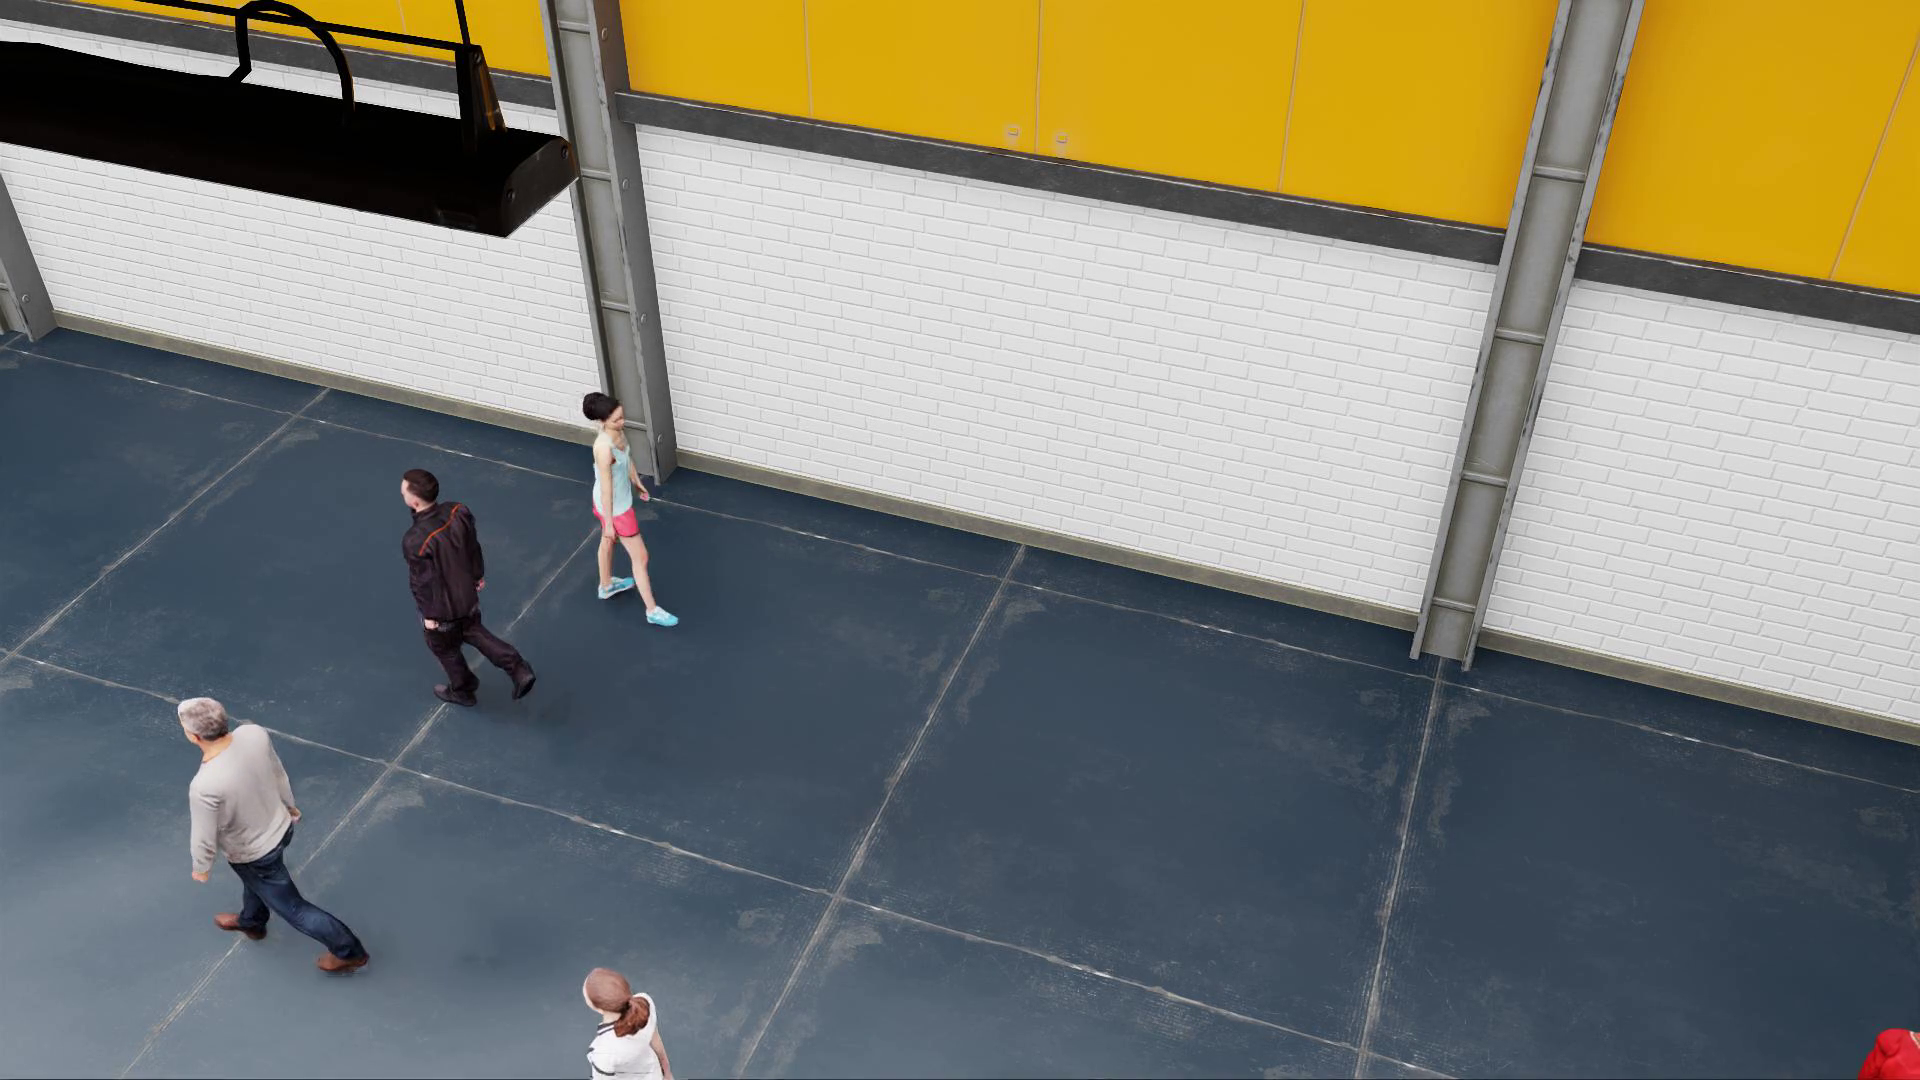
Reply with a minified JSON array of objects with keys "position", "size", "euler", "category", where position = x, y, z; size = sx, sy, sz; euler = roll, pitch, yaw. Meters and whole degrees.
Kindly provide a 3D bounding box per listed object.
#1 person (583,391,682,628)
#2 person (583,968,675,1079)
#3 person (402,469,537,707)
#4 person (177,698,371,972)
[{"position":[-2.310,-0.236,10.967],"size":[0.986,1.745,0.896],"euler":[-8,39,-9],"category":"person"},{"position":[-1.398,2.561,7.500],"size":[1.146,1.702,0.583],"euler":[13,41,16],"category":"person"},{"position":[-3.058,0.350,10.159],"size":[0.977,1.840,0.731],"euler":[14,41,17],"category":"person"},{"position":[-3.555,1.584,8.593],"size":[1.272,1.865,0.908],"euler":[5,39,6],"category":"person"}]
